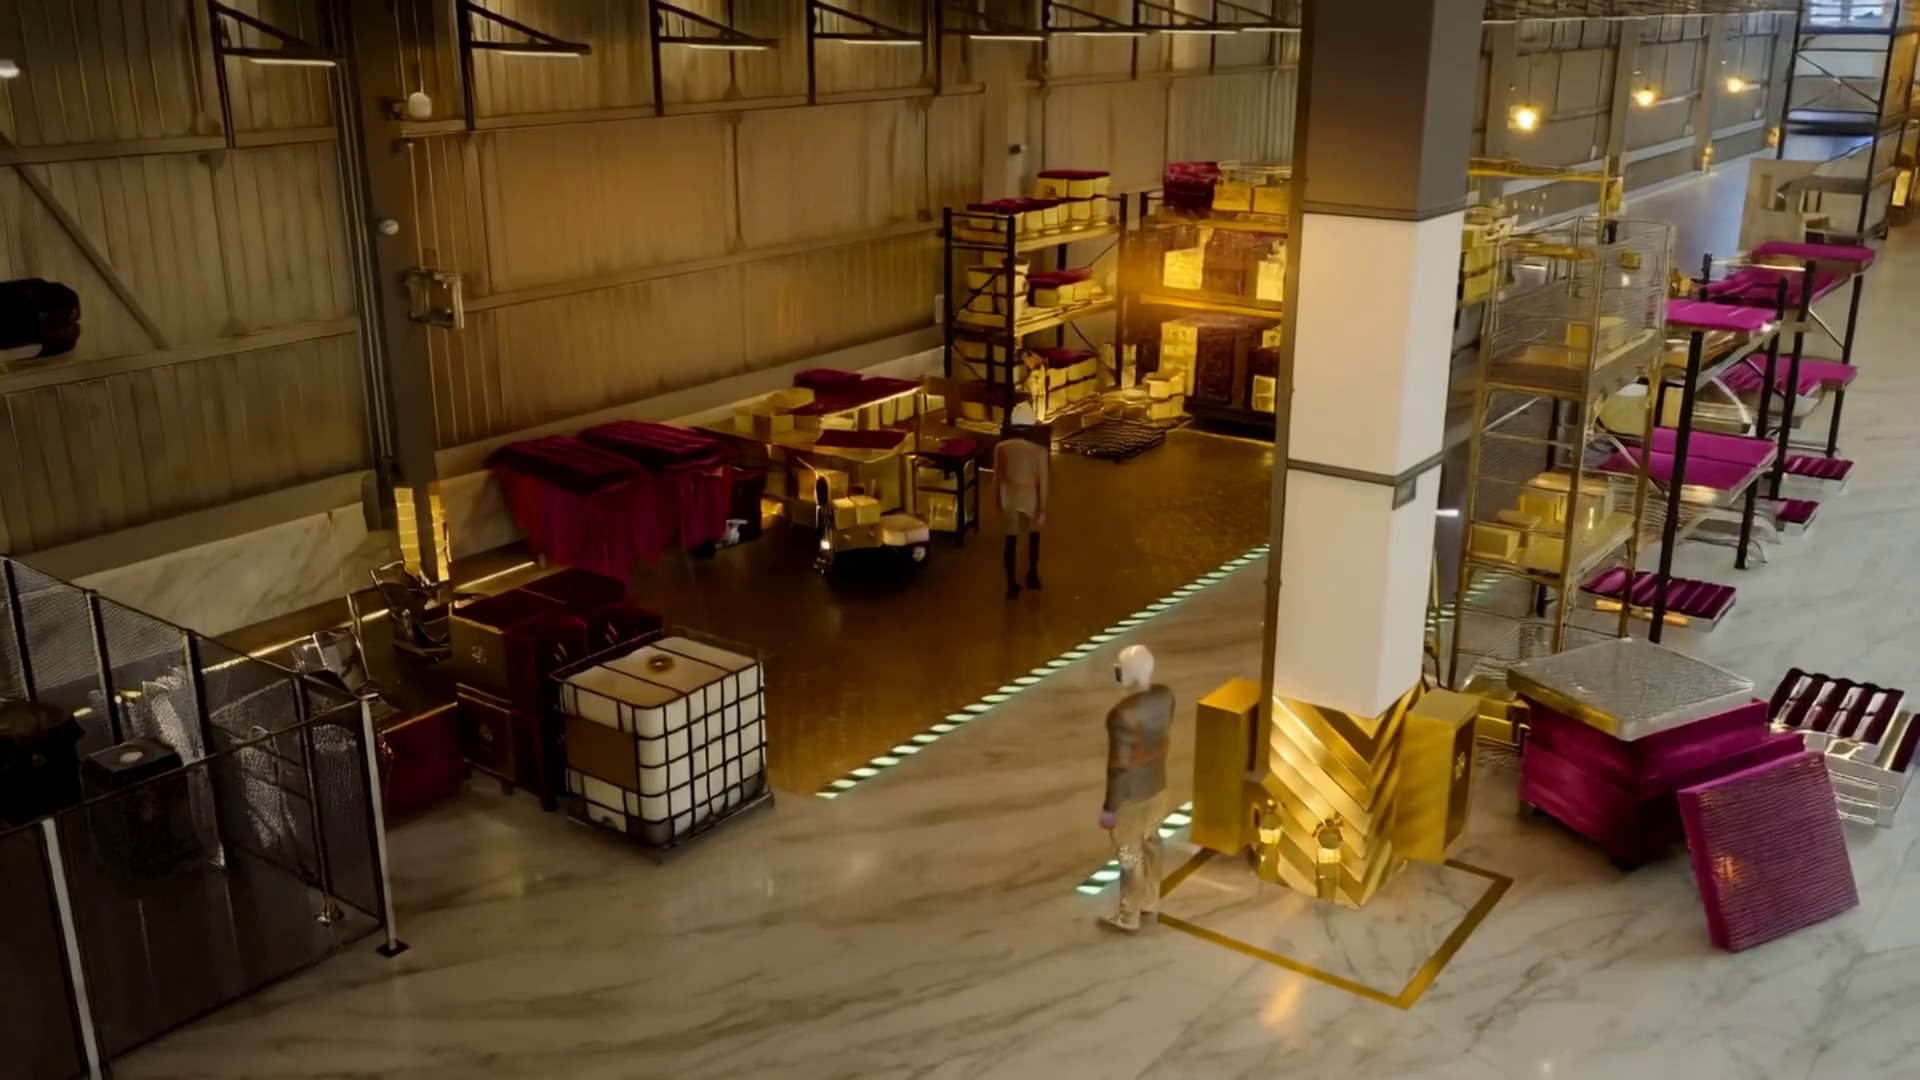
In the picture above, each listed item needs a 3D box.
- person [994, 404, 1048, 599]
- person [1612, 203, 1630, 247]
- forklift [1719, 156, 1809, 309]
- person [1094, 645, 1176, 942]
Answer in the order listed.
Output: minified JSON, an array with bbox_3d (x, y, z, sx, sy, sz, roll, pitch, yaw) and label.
[{"bbox_3d":[0.598,-0.385,16.334,0.565,1.915,0.624,4,19,12],"label":"person"},{"bbox_3d":[12.617,-5.516,32.000,0.372,1.936,0.627,13,22,35],"label":"person"},{"bbox_3d":[15.283,-5.815,31.417,1.129,2.768,1.873,13,22,34],"label":"forklift"},{"bbox_3d":[1.074,1.561,10.331,0.372,1.940,0.627,13,22,35],"label":"person"}]
